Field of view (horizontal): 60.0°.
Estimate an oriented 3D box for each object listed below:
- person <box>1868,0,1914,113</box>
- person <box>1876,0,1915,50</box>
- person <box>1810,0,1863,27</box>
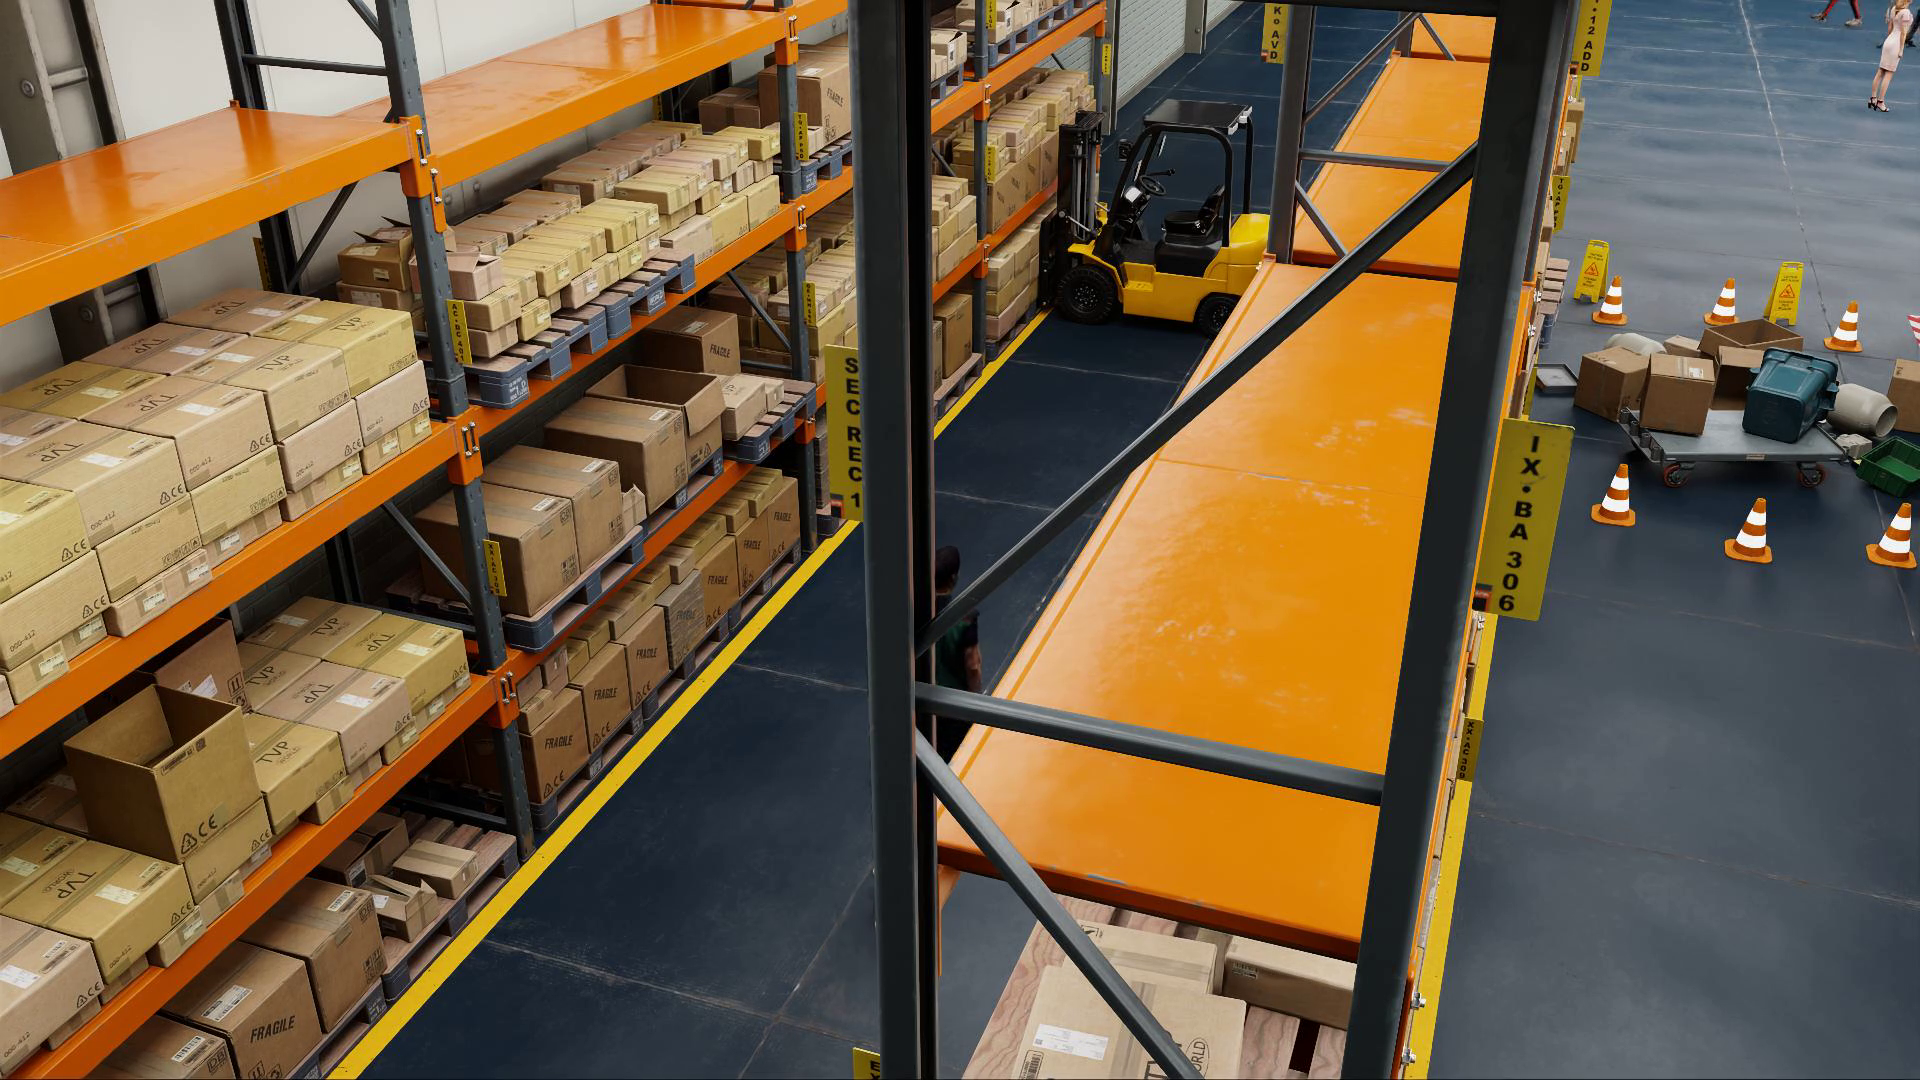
[{"bbox_3d":[14.130,-7.451,25.212,0.695,1.831,0.561,-1,28,-2],"label":"person"},{"bbox_3d":[16.446,-9.348,28.903,0.906,1.708,0.914,-22,35,-35],"label":"person"},{"bbox_3d":[16.596,-10.433,30.885,1.008,1.760,1.207,23,36,37],"label":"person"}]
